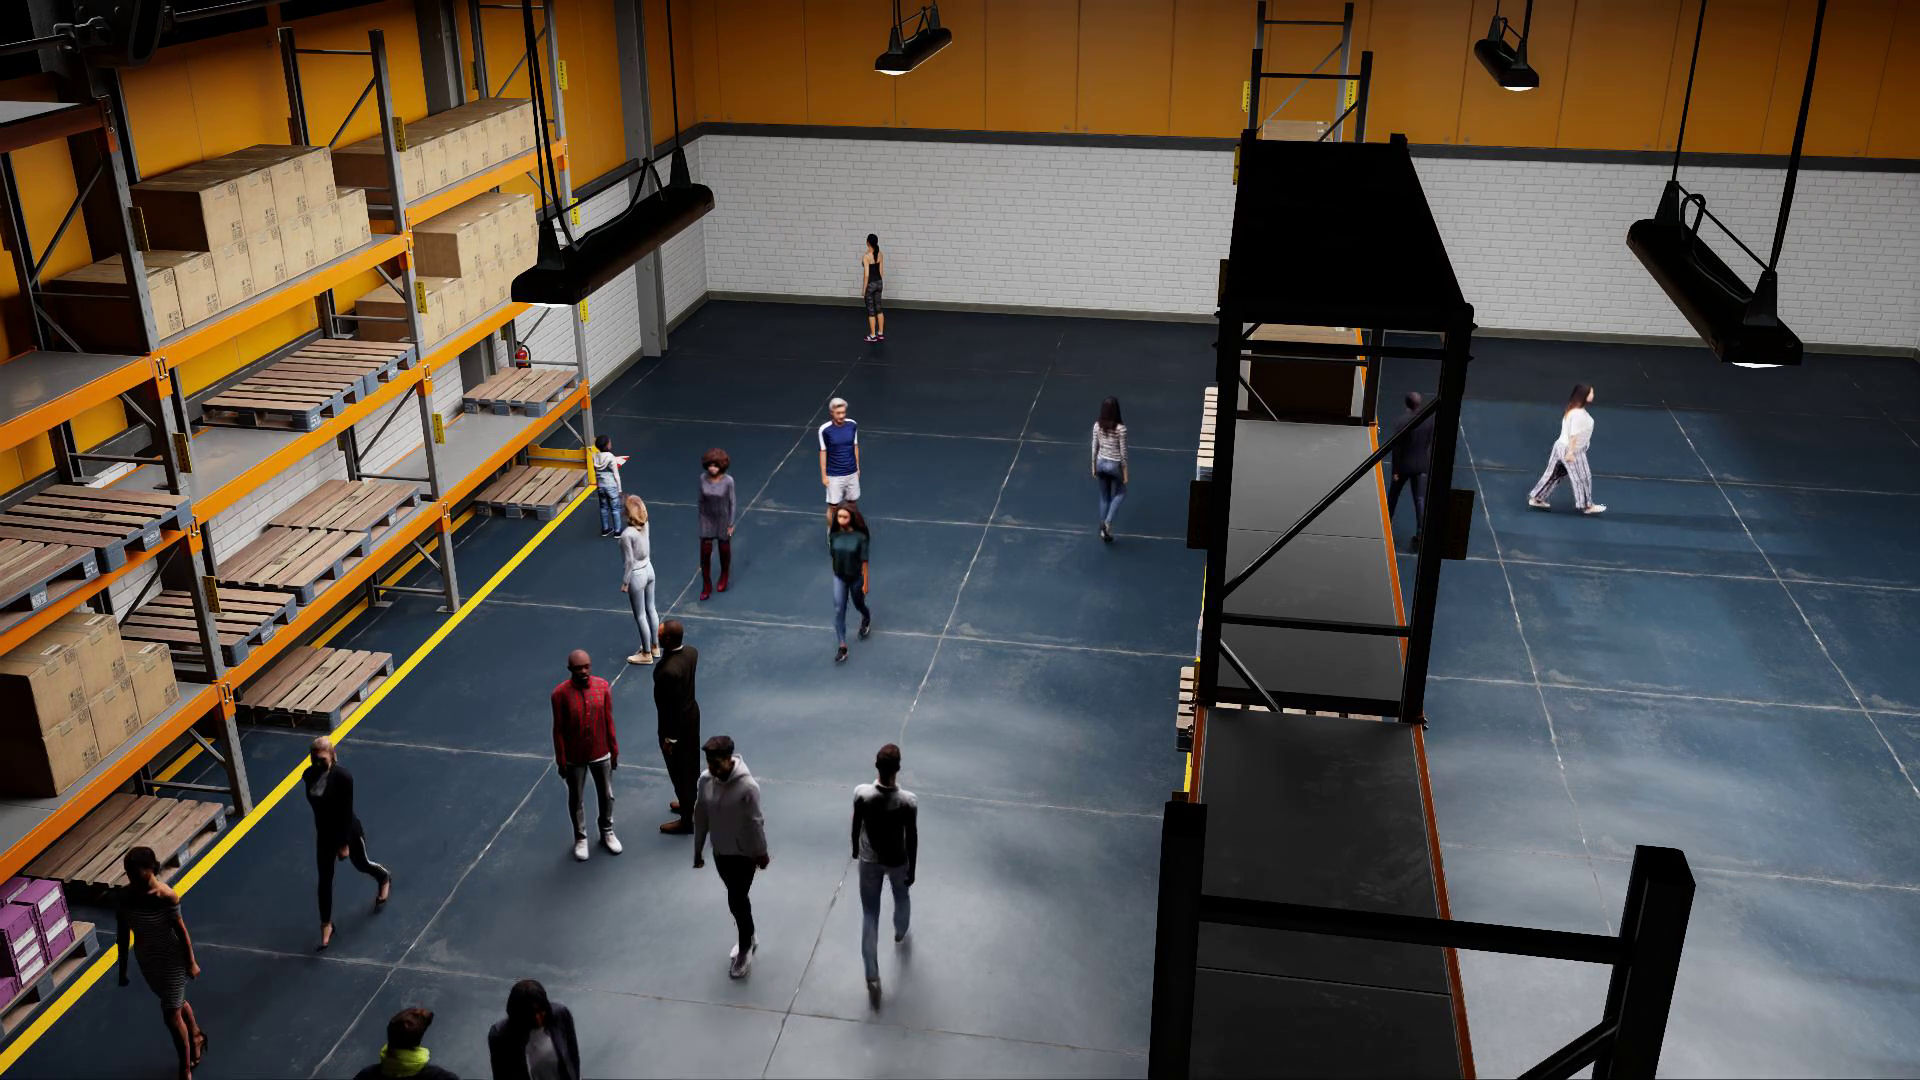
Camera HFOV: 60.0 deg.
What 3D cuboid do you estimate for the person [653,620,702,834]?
[{"bbox_3d":[-2.311,1.519,13.718,0.744,1.904,0.526,4,24,9],"label":"person"}]

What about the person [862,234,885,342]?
[{"bbox_3d":[-1.392,-4.059,26.697,0.642,1.729,0.726,-22,32,-40],"label":"person"}]

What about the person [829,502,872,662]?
[{"bbox_3d":[-1.079,0.363,16.763,0.665,1.584,1.091,7,24,15],"label":"person"}]

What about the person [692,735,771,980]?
[{"bbox_3d":[-1.597,2.202,12.149,0.796,1.910,0.832,10,26,22],"label":"person"}]

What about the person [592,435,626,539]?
[{"bbox_3d":[-4.121,-0.636,19.453,0.526,1.261,0.549,11,26,23],"label":"person"}]

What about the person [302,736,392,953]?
[{"bbox_3d":[-4.585,2.191,12.494,0.616,1.653,1.062,6,24,14],"label":"person"}]

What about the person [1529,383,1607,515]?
[{"bbox_3d":[7.275,-1.087,20.016,0.747,1.635,1.048,4,24,9],"label":"person"}]

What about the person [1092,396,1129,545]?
[{"bbox_3d":[1.683,-0.750,19.066,0.726,1.779,0.770,13,27,28],"label":"person"}]

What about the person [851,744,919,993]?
[{"bbox_3d":[-0.566,2.362,11.908,0.748,1.811,1.235,2,24,4],"label":"person"}]

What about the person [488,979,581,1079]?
[{"bbox_3d":[-2.569,3.290,10.093,1.134,1.564,1.155,-17,29,-34],"label":"person"}]

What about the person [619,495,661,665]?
[{"bbox_3d":[-3.170,0.380,16.459,0.688,1.796,0.515,9,25,20],"label":"person"}]

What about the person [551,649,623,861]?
[{"bbox_3d":[-3.023,1.693,13.424,0.754,1.821,0.770,-9,25,-20],"label":"person"}]

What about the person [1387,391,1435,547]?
[{"bbox_3d":[5.233,-0.789,19.164,0.973,1.772,1.308,-4,24,-8],"label":"person"}]

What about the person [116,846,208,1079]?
[{"bbox_3d":[-5.214,2.755,11.015,0.613,1.805,0.706,6,24,13],"label":"person"}]

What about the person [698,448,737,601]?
[{"bbox_3d":[-2.588,-0.223,17.971,0.599,1.690,0.728,5,24,11],"label":"person"}]

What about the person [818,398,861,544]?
[{"bbox_3d":[-1.374,-0.788,19.088,0.729,1.831,0.773,-13,27,-28],"label":"person"}]

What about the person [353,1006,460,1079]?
[{"bbox_3d":[-3.067,3.523,9.107,0.891,1.926,1.039,-4,24,-10],"label":"person"}]
